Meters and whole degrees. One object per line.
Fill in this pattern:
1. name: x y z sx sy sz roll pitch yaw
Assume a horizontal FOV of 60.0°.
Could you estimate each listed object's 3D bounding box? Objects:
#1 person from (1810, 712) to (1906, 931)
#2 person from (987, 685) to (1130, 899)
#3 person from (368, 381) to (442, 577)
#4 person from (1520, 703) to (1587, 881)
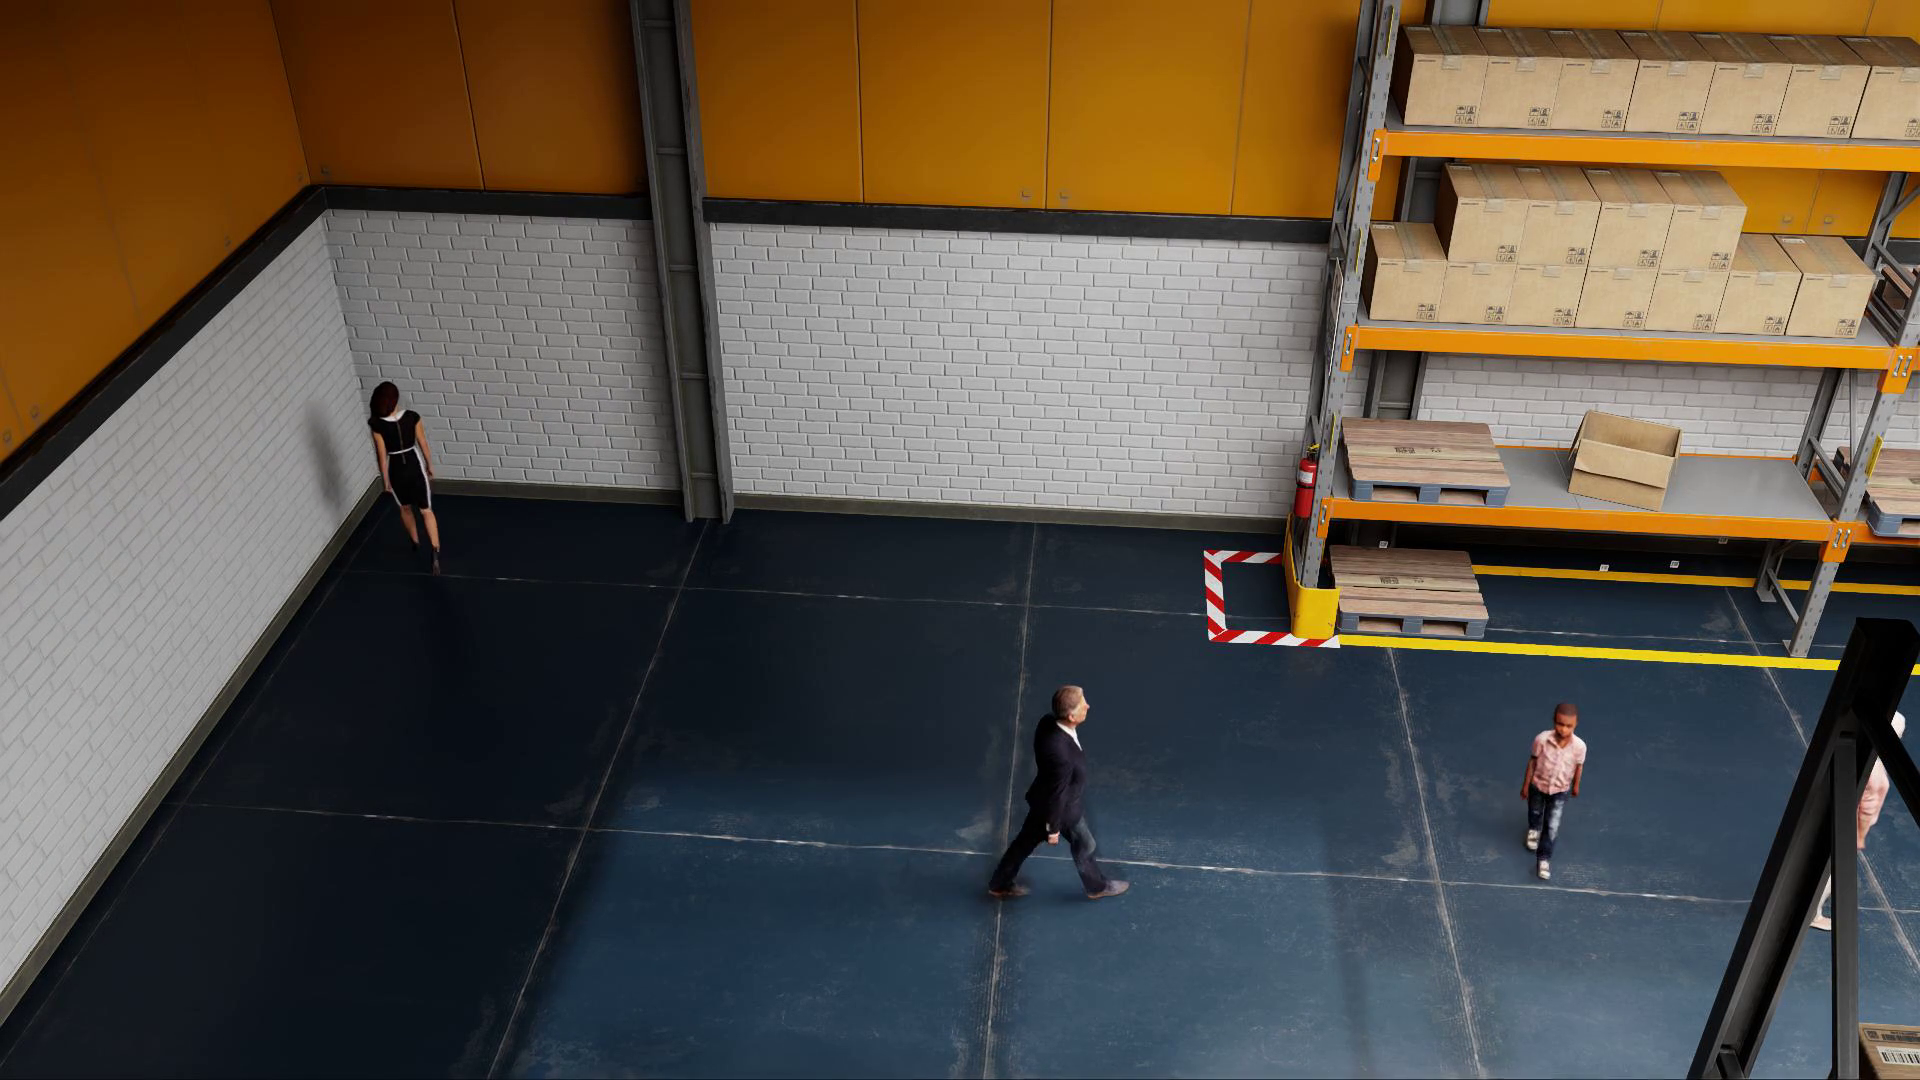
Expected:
1. person: 5.716 1.781 10.759 0.540 1.723 0.617 0 34 0
2. person: 0.537 1.703 10.837 1.272 1.766 0.934 -6 34 -9
3. person: -4.675 -0.490 14.127 1.072 1.776 1.023 -17 37 -24
4. person: 4.058 1.611 11.408 0.804 1.287 0.724 12 35 17
